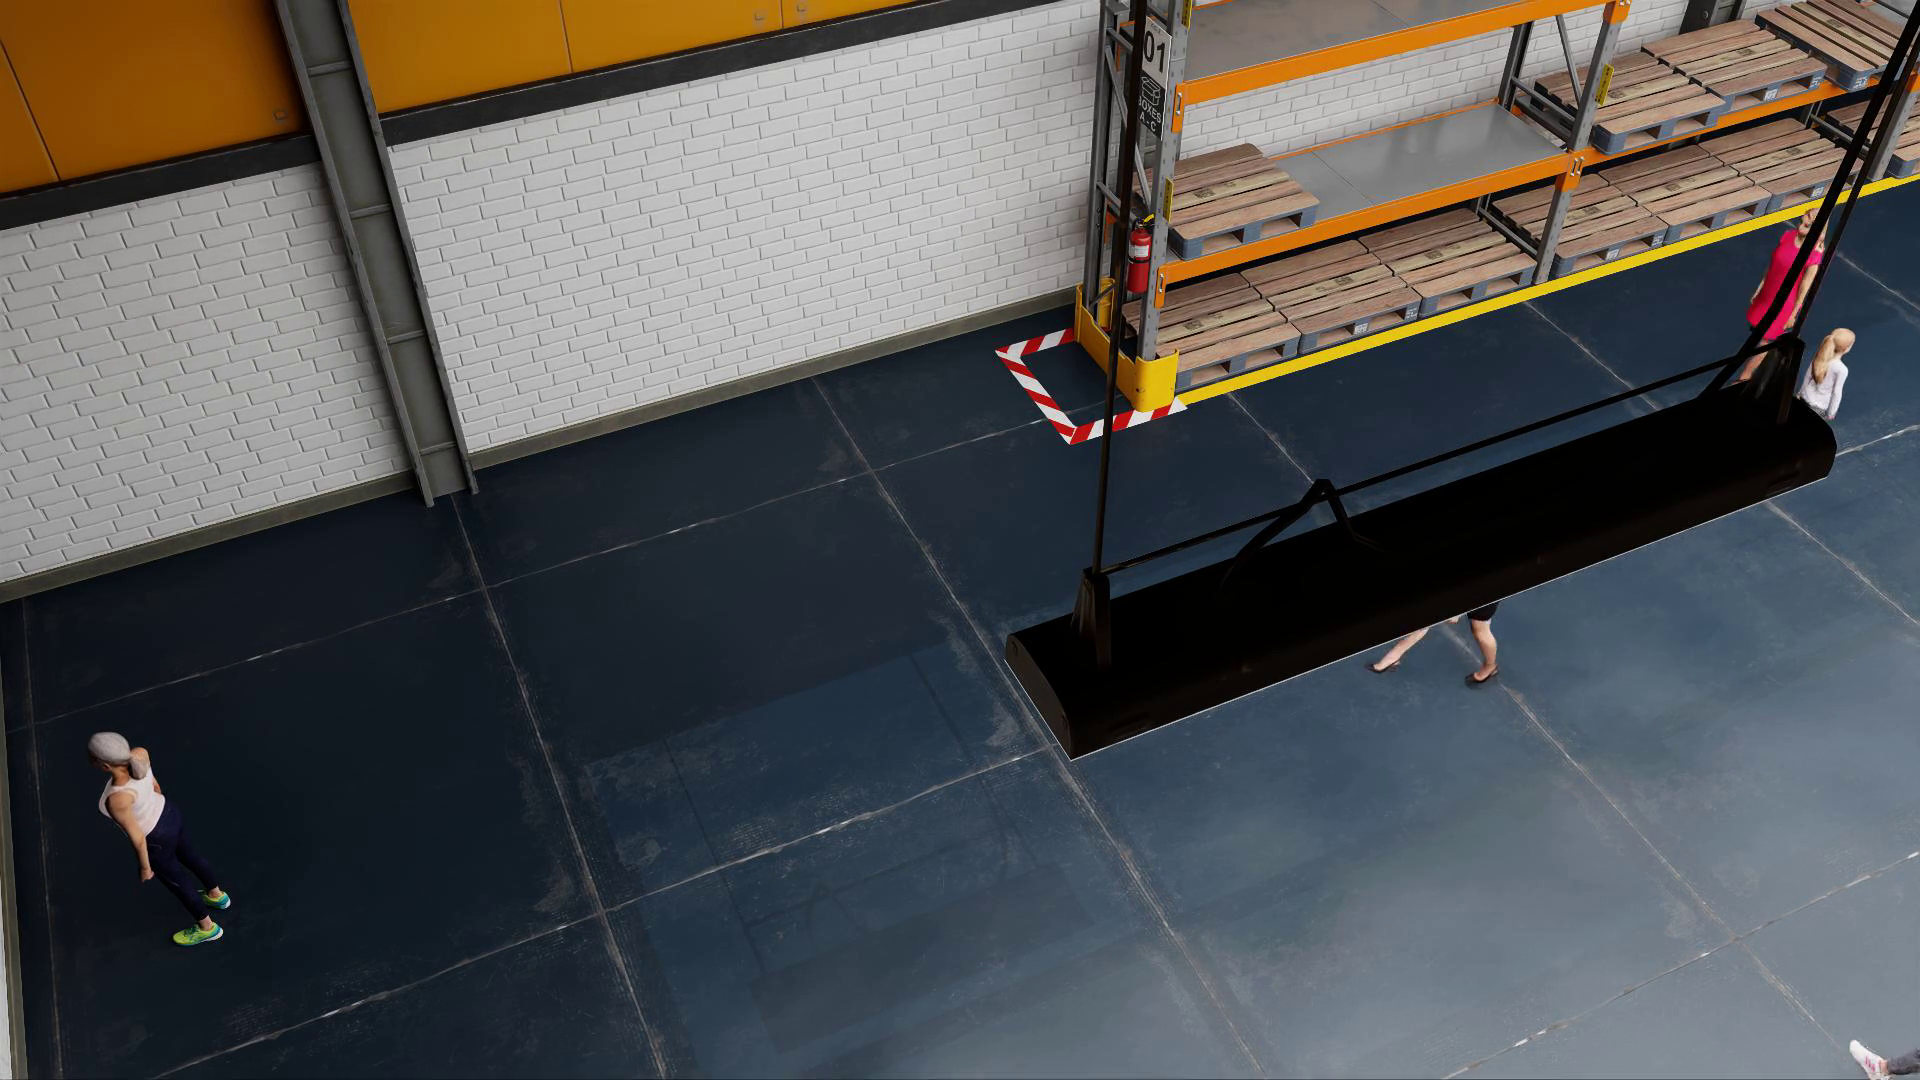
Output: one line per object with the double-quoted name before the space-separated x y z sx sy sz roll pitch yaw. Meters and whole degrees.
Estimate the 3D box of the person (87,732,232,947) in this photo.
"person" -4.467 1.643 9.281 0.650 1.703 0.673 -2 44 -3

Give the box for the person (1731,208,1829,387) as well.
"person" 6.461 -1.871 12.969 0.951 1.705 0.713 -8 44 -8

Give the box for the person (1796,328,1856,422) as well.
"person" 6.330 -1.019 12.394 0.845 1.264 0.616 -8 44 -8
